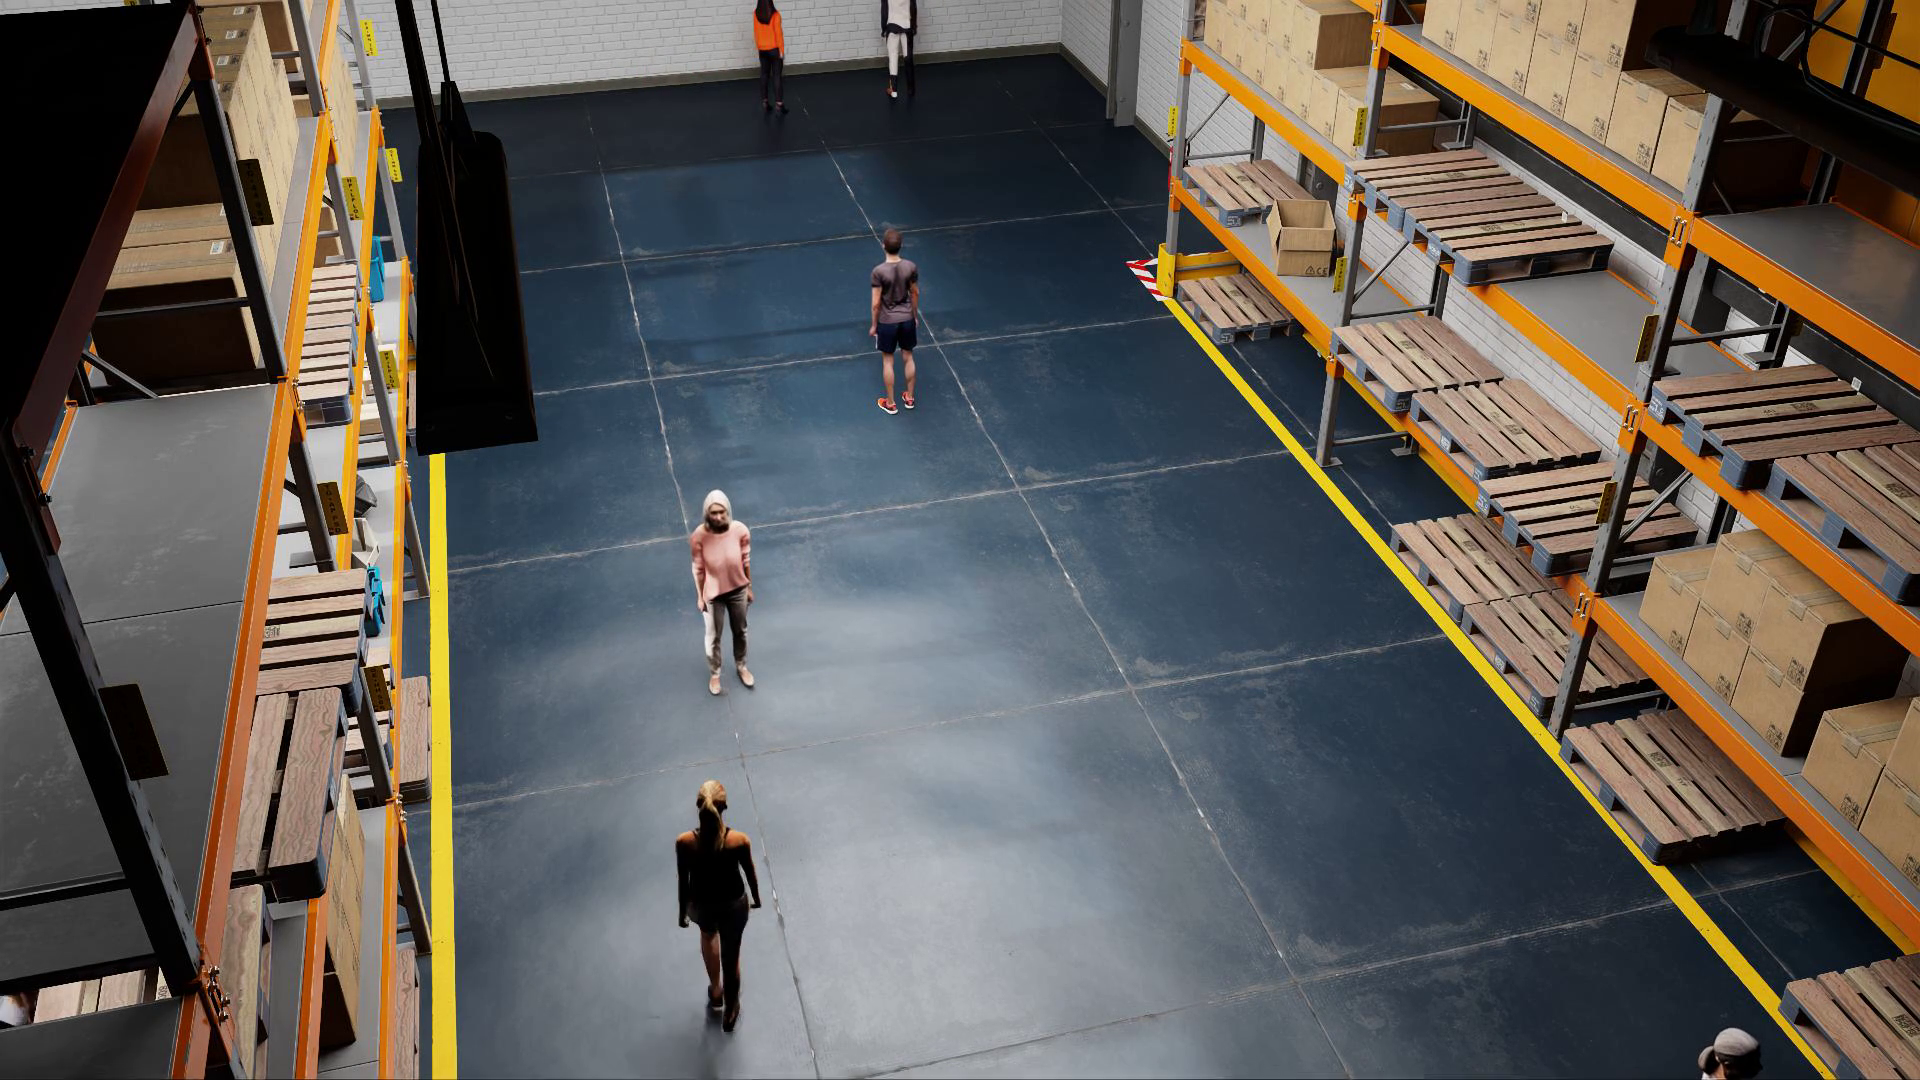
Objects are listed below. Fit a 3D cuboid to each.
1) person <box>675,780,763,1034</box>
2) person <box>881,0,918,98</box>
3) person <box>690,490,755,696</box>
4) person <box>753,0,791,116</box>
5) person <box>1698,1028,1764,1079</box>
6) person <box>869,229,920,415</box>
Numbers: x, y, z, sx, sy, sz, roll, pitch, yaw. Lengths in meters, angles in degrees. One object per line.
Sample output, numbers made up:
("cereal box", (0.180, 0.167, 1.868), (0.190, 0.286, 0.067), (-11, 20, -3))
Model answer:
("person", (-1.394, 2.162, 9.538), (0.693, 1.832, 0.700), (-1, 34, -2))
("person", (-0.862, -7.279, 23.689), (0.693, 1.890, 0.599), (-6, 34, -9))
("person", (-1.746, 0.364, 12.339), (0.606, 1.725, 0.526), (-11, 35, -16))
("person", (-2.641, -6.799, 23.094), (0.695, 1.749, 0.763), (19, 38, 26))
("person", (3.684, 3.043, 8.329), (0.733, 1.702, 0.667), (16, 37, 23))
("person", (-0.615, -2.088, 15.912), (0.683, 1.853, 0.597), (-14, 36, -20))
